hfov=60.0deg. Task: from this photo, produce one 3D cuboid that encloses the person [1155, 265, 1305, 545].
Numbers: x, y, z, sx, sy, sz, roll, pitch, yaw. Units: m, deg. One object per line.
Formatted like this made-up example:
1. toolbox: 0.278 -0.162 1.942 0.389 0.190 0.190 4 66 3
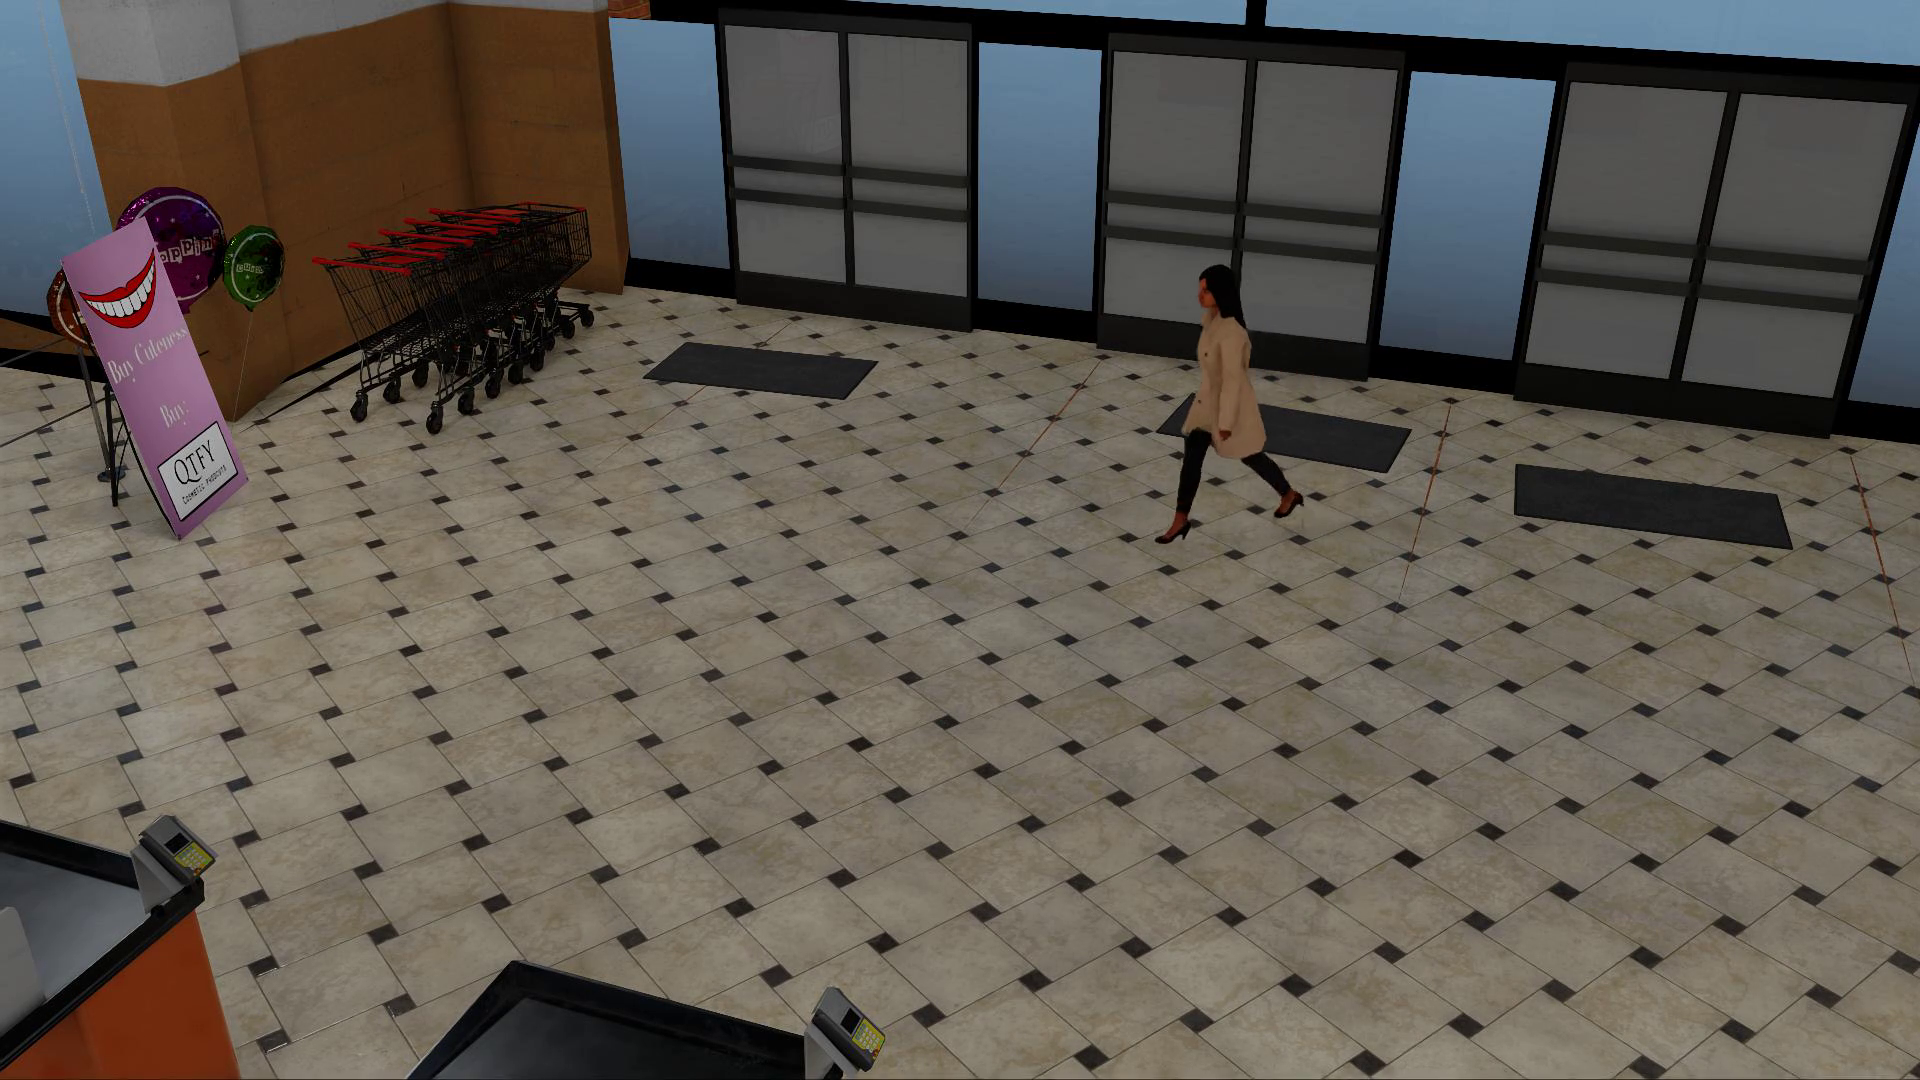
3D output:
1. person: 1.575 -0.723 9.269 1.117 1.621 1.168 -6 27 -11
